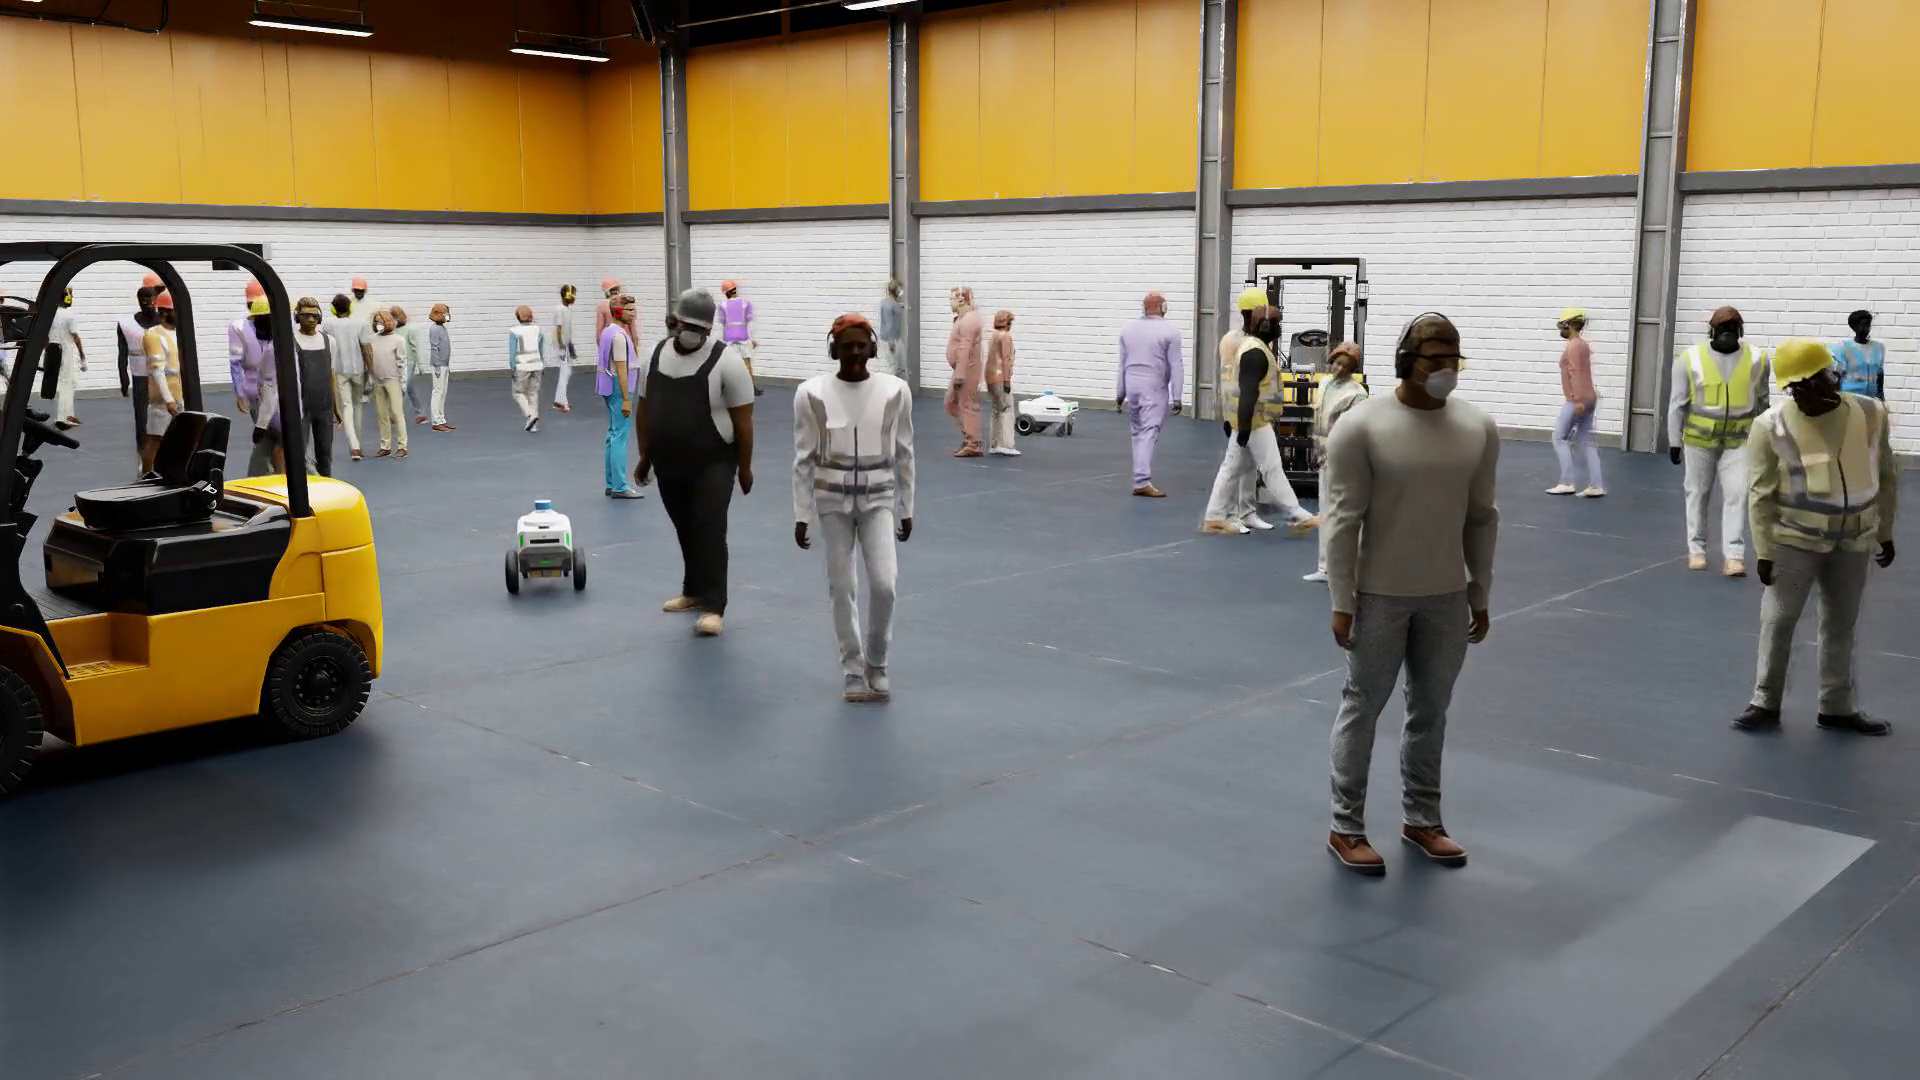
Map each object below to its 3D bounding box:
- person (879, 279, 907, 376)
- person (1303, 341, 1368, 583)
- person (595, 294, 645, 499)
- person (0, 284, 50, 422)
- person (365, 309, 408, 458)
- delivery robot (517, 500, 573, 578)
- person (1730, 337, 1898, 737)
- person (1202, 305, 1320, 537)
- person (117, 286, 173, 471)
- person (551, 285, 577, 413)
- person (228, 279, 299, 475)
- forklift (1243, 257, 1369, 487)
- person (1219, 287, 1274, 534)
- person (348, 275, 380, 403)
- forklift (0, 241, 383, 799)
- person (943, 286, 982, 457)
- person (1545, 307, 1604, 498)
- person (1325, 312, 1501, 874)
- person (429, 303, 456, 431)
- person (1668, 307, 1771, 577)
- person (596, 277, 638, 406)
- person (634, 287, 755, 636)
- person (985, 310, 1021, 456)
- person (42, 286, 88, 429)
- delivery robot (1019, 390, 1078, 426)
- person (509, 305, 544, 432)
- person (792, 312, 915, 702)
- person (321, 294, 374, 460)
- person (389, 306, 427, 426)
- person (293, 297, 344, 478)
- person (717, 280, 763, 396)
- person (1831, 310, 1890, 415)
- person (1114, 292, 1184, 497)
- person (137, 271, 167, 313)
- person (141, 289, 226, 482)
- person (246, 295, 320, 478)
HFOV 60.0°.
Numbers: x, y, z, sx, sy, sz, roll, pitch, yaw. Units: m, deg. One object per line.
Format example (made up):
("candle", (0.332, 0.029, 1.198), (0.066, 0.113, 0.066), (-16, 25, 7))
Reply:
("person", (-1.052, -3.084, 25.776), (0.462, 1.920, 0.638), (2, 9, 11))
("person", (2.454, -0.477, 10.766), (0.326, 1.612, 0.607), (-2, 10, -14))
("person", (-3.096, -1.292, 15.038), (0.373, 1.840, 0.571), (-4, 10, -21))
("person", (-12.493, -2.400, 21.689), (0.992, 1.884, 0.553), (1, 9, 5))
("person", (-6.286, -1.708, 18.252), (0.512, 1.632, 0.296), (3, 10, 18))
("delivery robot", (-2.719, -0.017, 10.876), (0.477, 0.478, 0.707), (-2, 9, -14))
("person", (3.817, 0.004, 7.312), (0.690, 1.783, 0.407), (1, 9, 4))
("person", (2.362, -0.906, 12.817), (1.003, 1.783, 0.648), (1, 9, 8))
("person", (-8.316, -1.658, 17.126), (0.609, 1.899, 0.438), (-6, 11, -33))
("person", (-5.757, -2.782, 24.193), (0.414, 1.844, 0.785), (0, 9, -1))
("person", (-6.216, -1.340, 14.956), (0.598, 1.983, 1.086), (-2, 9, -11))
("forklift", (3.309, -1.629, 16.029), (1.214, 2.155, 2.313), (2, 9, 11))
("person", (2.276, -1.017, 13.092), (0.366, 1.926, 0.594), (9, 13, 44))
("person", (-9.261, -3.095, 25.702), (0.611, 1.967, 0.473), (-3, 10, -17))
("forklift", (-3.706, -0.171, 7.093), (1.214, 2.155, 2.313), (9, 13, 43))
("person", (0.029, -1.844, 18.289), (0.441, 1.887, 0.668), (-1, 9, -5))
("person", (5.603, -1.237, 15.047), (0.590, 1.725, 0.540), (8, 12, 39))
("person", (1.543, 0.190, 5.708), (0.630, 1.932, 0.384), (-2, 10, -14))
("person", (-6.639, -2.208, 21.292), (0.268, 1.632, 0.507), (0, 9, -2))
("person", (5.124, -0.652, 11.215), (0.653, 1.808, 0.843), (3, 10, 16))
("person", (-4.984, -2.868, 24.356), (0.644, 1.962, 0.772), (-7, 12, -36))
("person", (-1.549, -0.515, 9.668), (0.709, 2.000, 0.829), (4, 10, 25))
("person", (0.457, -1.737, 18.467), (0.364, 1.617, 0.552), (-3, 10, -17))
("person", (-11.605, -2.377, 21.664), (0.573, 1.844, 0.648), (4, 10, 23))
("delivery robot", (1.106, -1.624, 20.724), (0.707, 0.478, 0.477), (4, 10, 23))
("person", (-5.456, -2.151, 20.993), (0.394, 1.623, 0.517), (9, 13, 44))
("person", (-0.504, -0.140, 7.898), (0.592, 1.865, 0.474), (-1, 9, -6))
("person", (-6.733, -1.788, 18.268), (0.517, 1.787, 1.047), (-4, 10, -21))
("person", (-7.340, -2.284, 21.886), (0.513, 1.578, 0.841), (5, 10, 27))
("person", (-5.382, -1.090, 13.798), (0.325, 1.842, 0.516), (9, 13, 43))
("person", (-3.608, -3.292, 27.167), (0.697, 1.898, 0.361), (-2, 10, -14))
("person", (8.519, -1.335, 15.811), (0.596, 1.681, 0.326), (-1, 9, -9))
("person", (1.753, -1.346, 15.367), (0.693, 1.861, 0.700), (8, 12, 41))
("person", (-9.428, -2.138, 19.614), (0.391, 2.042, 0.623), (4, 10, 25))
("person", (-6.917, -1.264, 14.733), (0.951, 1.887, 0.558), (2, 10, 14))
("person", (-5.280, -0.957, 12.914), (0.977, 1.881, 0.595), (-4, 10, -25))
